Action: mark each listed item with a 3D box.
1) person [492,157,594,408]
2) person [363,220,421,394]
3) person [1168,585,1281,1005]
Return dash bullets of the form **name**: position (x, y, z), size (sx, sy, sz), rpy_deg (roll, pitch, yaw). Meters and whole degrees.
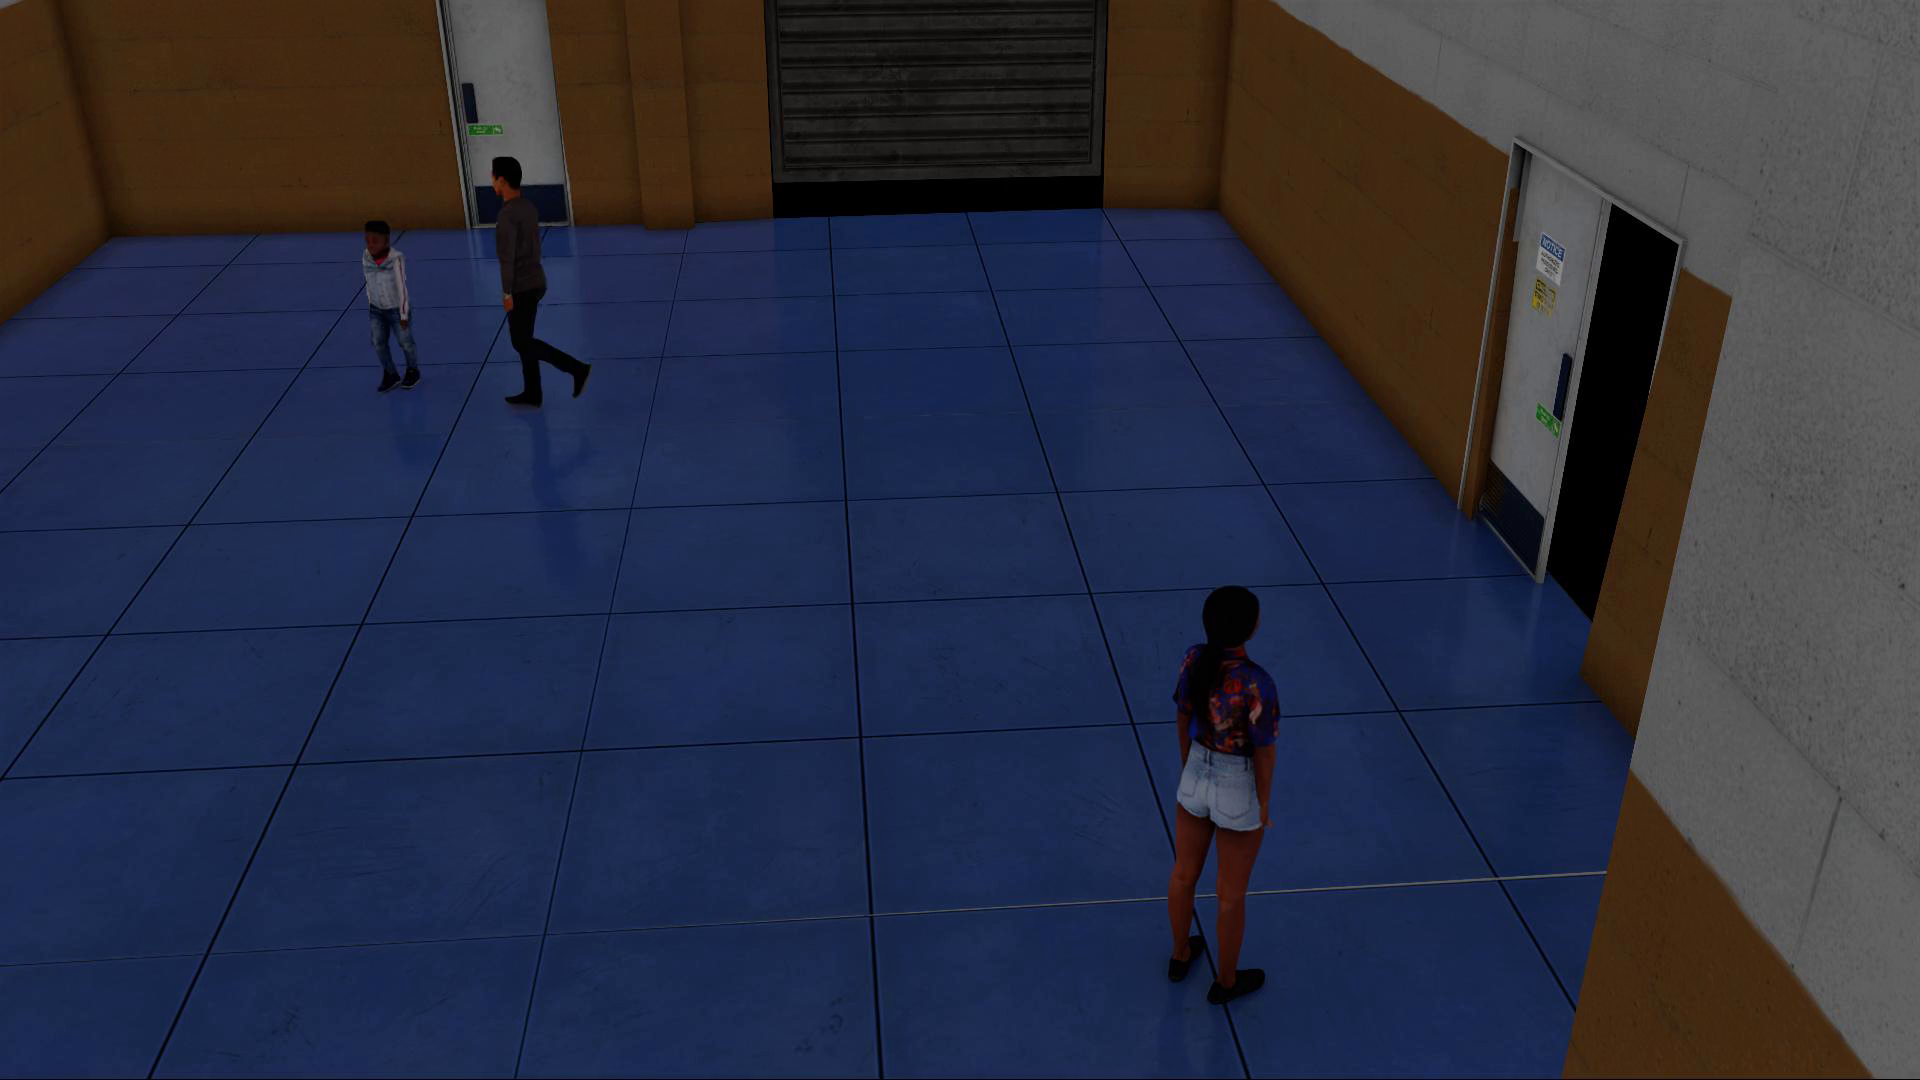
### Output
- **person**: position (-2.905, -1.717, 11.387), size (0.717, 1.740, 0.931), rpy_deg (-2, 27, -4)
- **person**: position (-4.046, -1.704, 11.905), size (0.586, 1.248, 0.657), rpy_deg (4, 27, 8)
- **person**: position (0.963, 0.936, 6.153), size (0.707, 1.741, 0.664), rpy_deg (-24, 36, -39)
